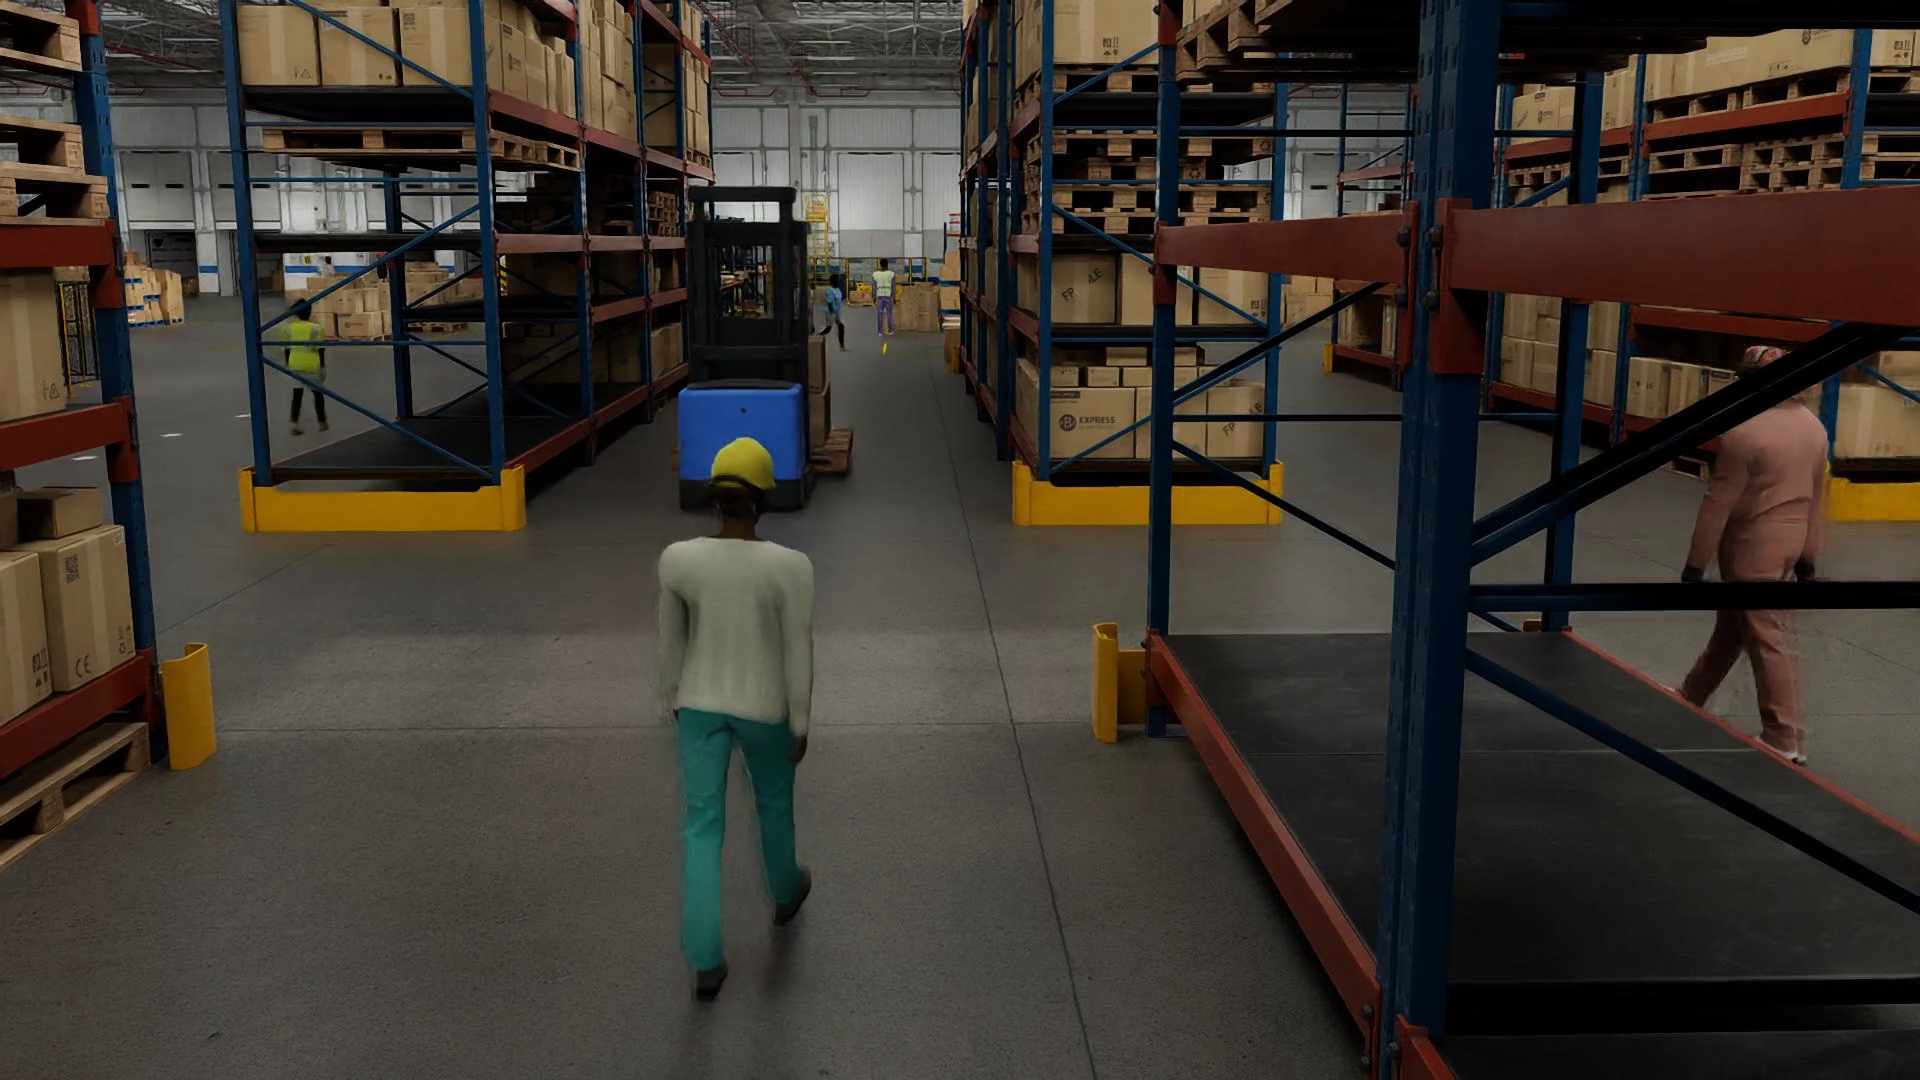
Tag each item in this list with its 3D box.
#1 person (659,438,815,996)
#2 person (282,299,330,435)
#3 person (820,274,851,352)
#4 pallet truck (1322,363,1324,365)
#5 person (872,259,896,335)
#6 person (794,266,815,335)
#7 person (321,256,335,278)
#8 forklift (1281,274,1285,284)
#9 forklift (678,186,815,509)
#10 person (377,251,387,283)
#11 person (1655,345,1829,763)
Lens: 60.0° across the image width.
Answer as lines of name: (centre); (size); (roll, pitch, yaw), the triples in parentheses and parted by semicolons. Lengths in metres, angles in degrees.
person: (-0.713, 0.530, 5.391); (0.537, 1.716, 0.902); (1, 10, 7)
person: (-8.011, -2.116, 20.324); (0.541, 1.657, 0.857); (0, 10, -2)
person: (-2.763, -4.864, 35.595); (0.786, 1.671, 0.536); (4, 11, 22)
pallet truck: (7.712, -4.157, 30.737); (1.885, 1.965, 0.823); (3, 11, 16)
person: (-1.893, -6.073, 41.648); (0.587, 1.914, 0.390); (1, 10, 6)
person: (-2.720, -3.689, 28.320); (0.566, 1.926, 0.400); (-5, 11, -27)
person: (-23.321, -9.612, 61.685); (0.943, 1.794, 0.659); (3, 11, 19)
forklift: (12.135, -10.836, 65.485); (1.129, 2.768, 1.873); (0, 10, -2)
forklift: (-1.926, -1.762, 14.938); (1.129, 2.768, 1.873); (0, 10, -2)
person: (-21.837, -9.916, 62.830); (0.376, 1.995, 0.609); (-8, 13, -36)
person: (3.561, 0.040, 7.703); (0.674, 1.863, 0.932); (-7, 12, -33)
